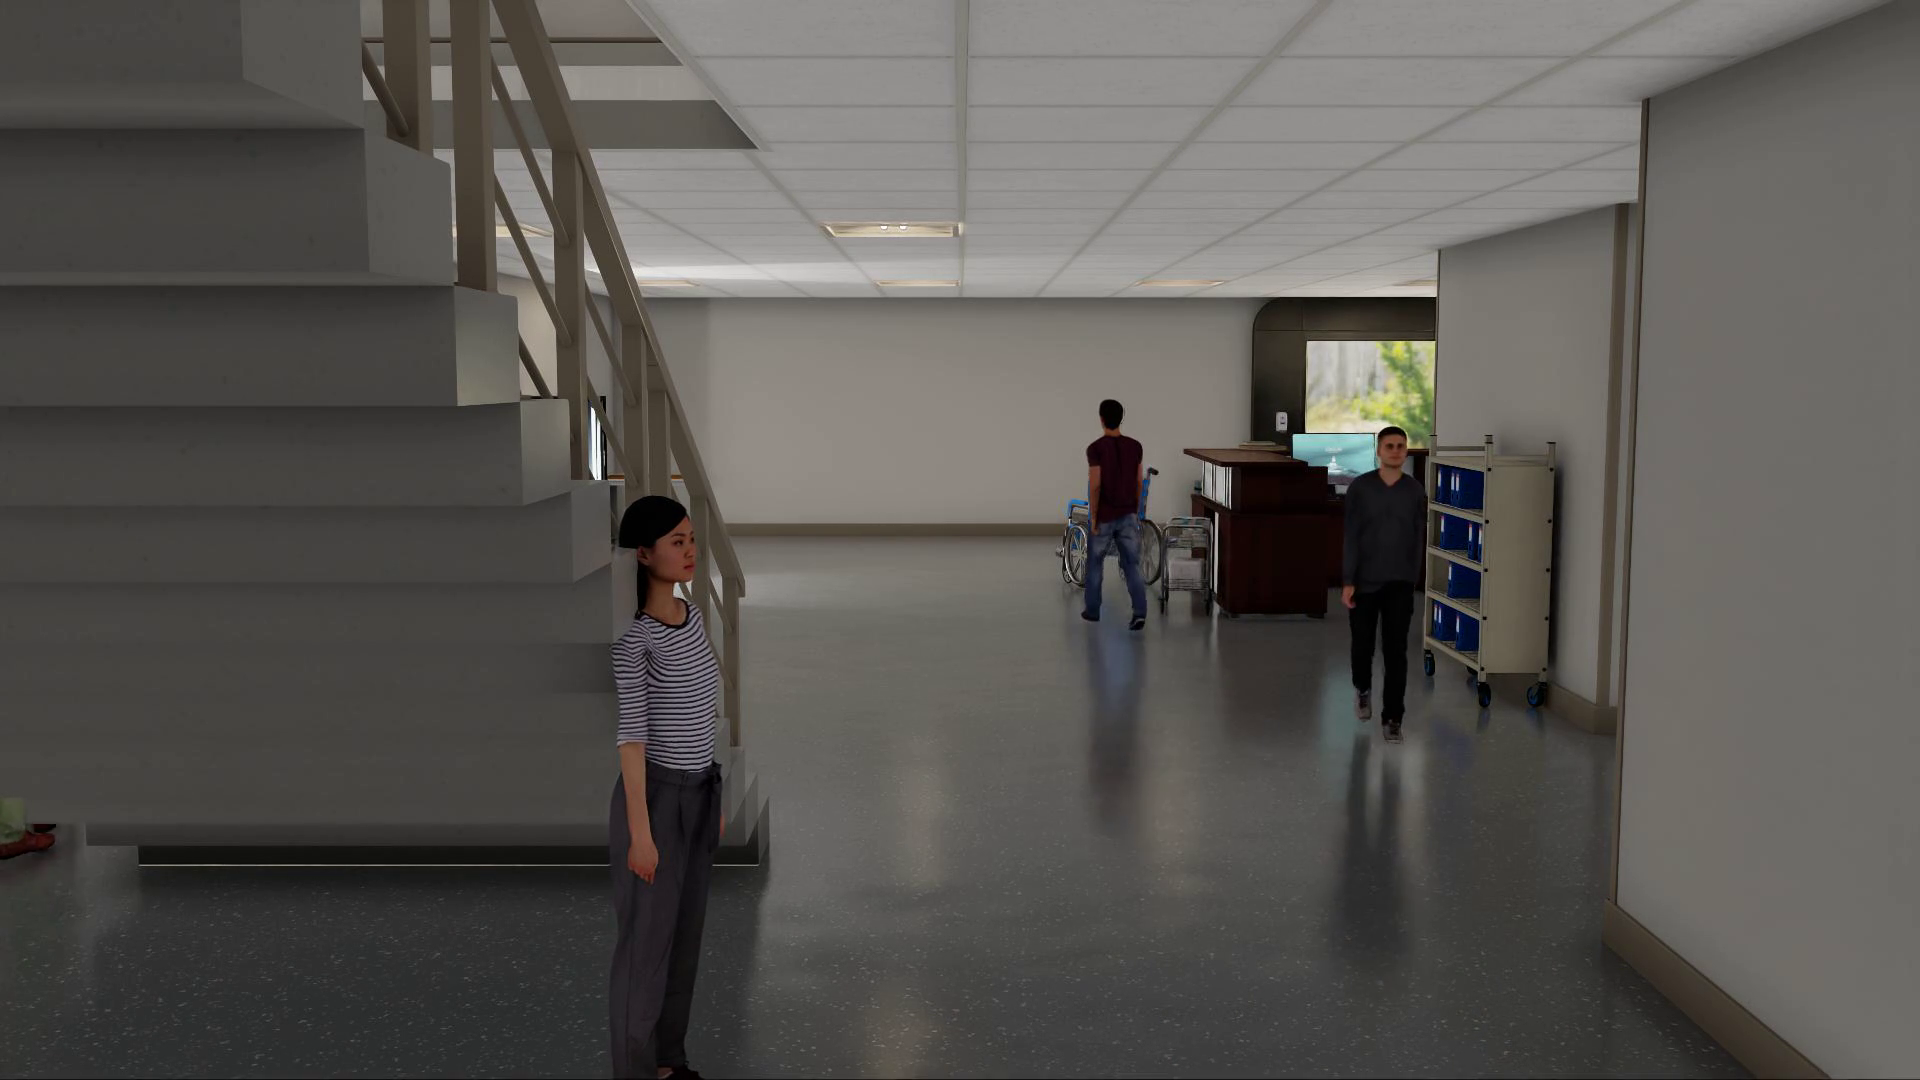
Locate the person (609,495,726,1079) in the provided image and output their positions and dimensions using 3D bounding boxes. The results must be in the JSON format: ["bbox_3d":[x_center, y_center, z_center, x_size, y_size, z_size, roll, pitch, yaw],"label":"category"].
[{"bbox_3d":[-0.821,0.738,4.521,0.707,1.733,0.550,2,6,16],"label":"person"}]

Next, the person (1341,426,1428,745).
[{"bbox_3d":[2.361,0.250,9.391,0.761,1.728,1.176,1,6,10],"label":"person"}]

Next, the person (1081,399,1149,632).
[{"bbox_3d":[1.266,-0.168,13.127,0.881,1.812,1.243,-2,6,-15],"label":"person"}]
